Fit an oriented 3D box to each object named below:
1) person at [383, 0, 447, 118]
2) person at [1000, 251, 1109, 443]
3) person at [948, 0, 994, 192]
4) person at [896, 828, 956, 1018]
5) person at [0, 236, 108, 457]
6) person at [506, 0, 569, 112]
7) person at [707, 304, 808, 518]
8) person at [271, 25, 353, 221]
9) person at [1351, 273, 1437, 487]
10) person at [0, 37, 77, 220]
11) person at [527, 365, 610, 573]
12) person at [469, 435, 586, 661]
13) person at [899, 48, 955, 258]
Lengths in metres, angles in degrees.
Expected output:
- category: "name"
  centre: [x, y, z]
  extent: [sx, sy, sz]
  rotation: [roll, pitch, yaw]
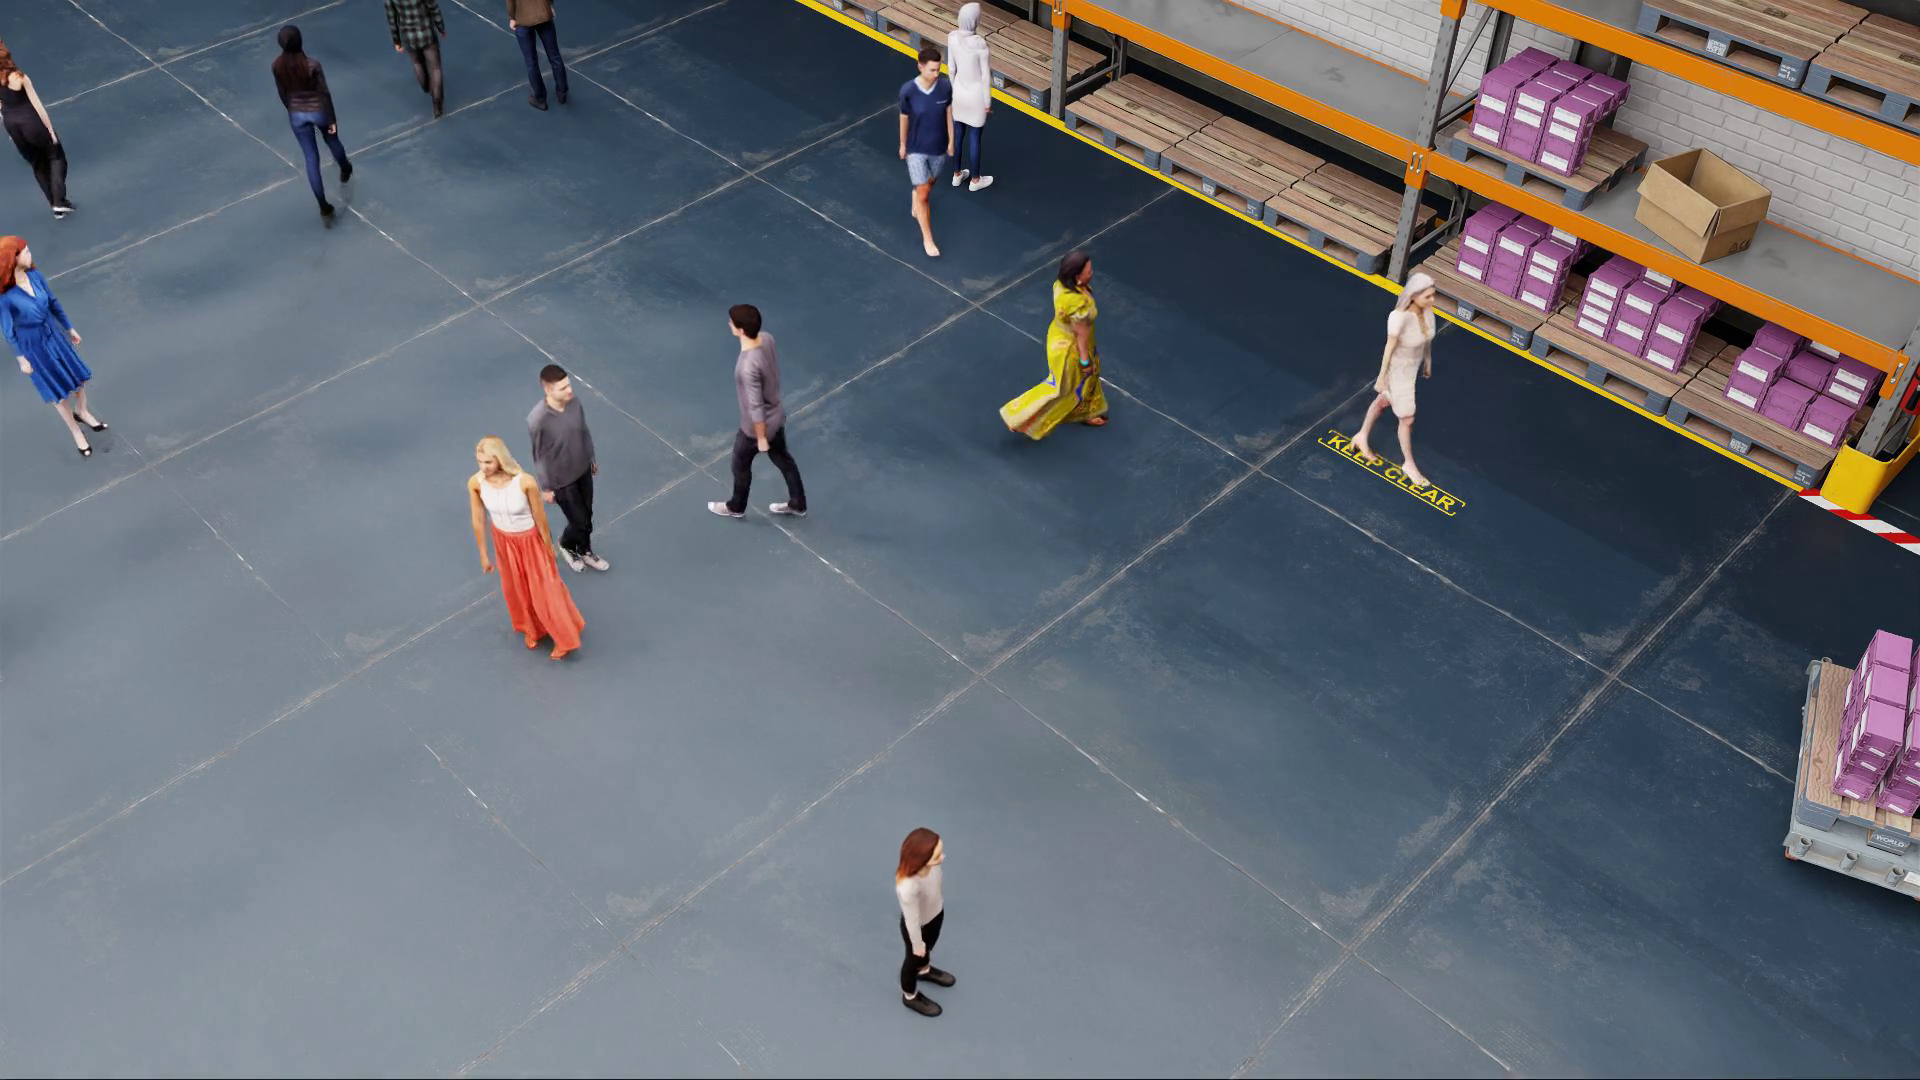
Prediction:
- category: "person"
  centre: [-5.307, -4.934, 16.294]
  extent: [1.062, 1.697, 1.158]
  rotation: [-5, 44, -5]
- category: "person"
  centre: [0.744, -1.405, 12.411]
  extent: [1.197, 1.629, 1.176]
  rotation: [-4, 44, -4]
- category: "person"
  centre: [0.079, -4.002, 15.031]
  extent: [0.509, 1.775, 0.689]
  rotation: [28, 50, 26]
- category: "person"
  centre: [-0.217, 2.015, 8.927]
  extent: [0.616, 1.484, 0.625]
  rotation: [15, 46, 15]
- category: "person"
  centre: [-6.761, -1.398, 12.272]
  extent: [0.722, 1.811, 0.745]
  rotation: [28, 50, 27]
- category: "person"
  centre: [-4.137, -5.083, 16.085]
  extent: [0.685, 1.886, 0.608]
  rotation: [-26, 49, -25]
- category: "person"
  centre: [-1.302, -0.844, 11.679]
  extent: [1.099, 1.827, 0.982]
  rotation: [9, 44, 9]
- category: "person"
  centre: [-5.771, -3.665, 14.738]
  extent: [1.097, 1.692, 1.250]
  rotation: [-5, 44, -5]
- category: "person"
  centre: [3.139, -1.253, 12.191]
  extent: [0.938, 1.712, 0.620]
  rotation: [33, 52, 30]
- category: "person"
  centre: [-8.218, -3.556, 14.591]
  extent: [0.758, 1.737, 0.825]
  rotation: [-5, 44, -5]
- category: "person"
  centre: [-2.738, -0.481, 11.352]
  extent: [0.722, 1.752, 0.711]
  rotation: [22, 48, 22]
- category: "person"
  centre: [-2.868, 0.002, 10.818]
  extent: [0.782, 1.790, 0.872]
  rotation: [2, 44, 2]
- category: "person"
  centre: [-0.315, -3.460, 14.442]
  extent: [0.990, 1.803, 1.246]
  rotation: [-12, 45, -12]
